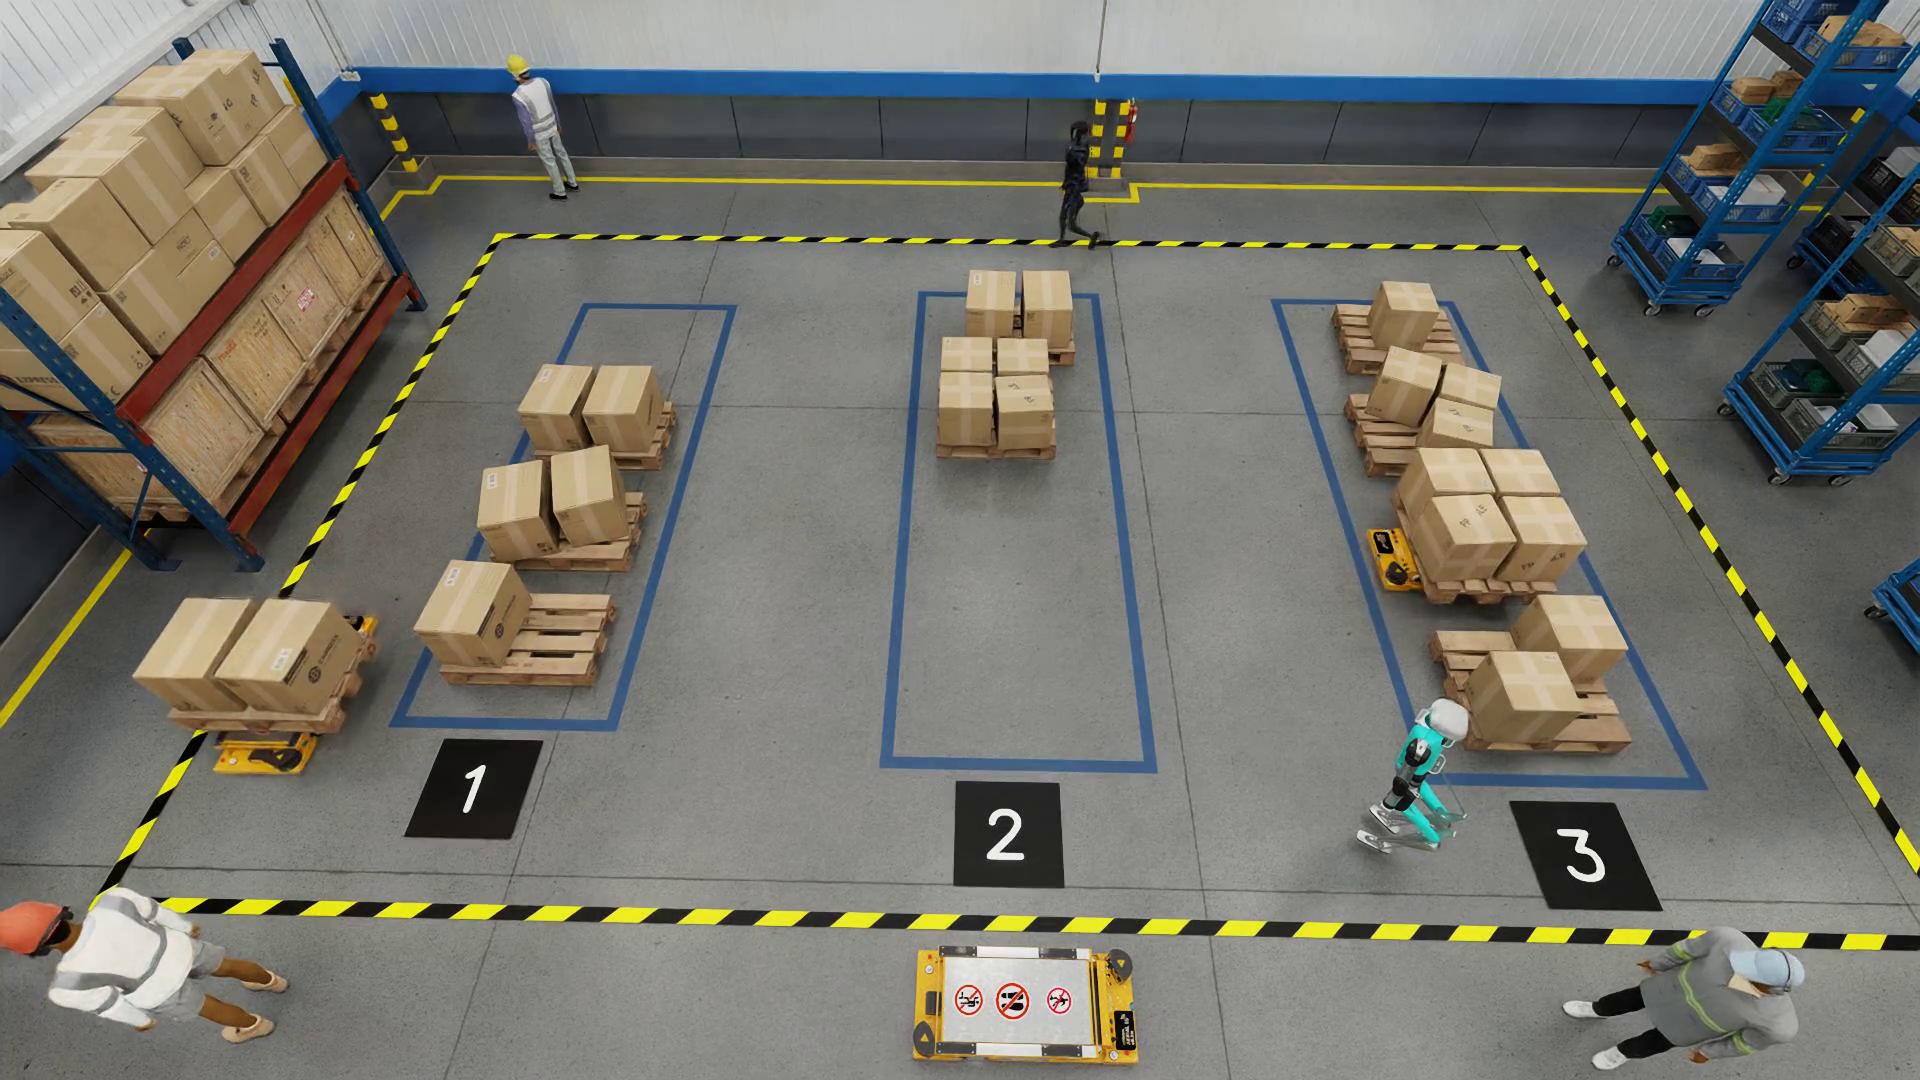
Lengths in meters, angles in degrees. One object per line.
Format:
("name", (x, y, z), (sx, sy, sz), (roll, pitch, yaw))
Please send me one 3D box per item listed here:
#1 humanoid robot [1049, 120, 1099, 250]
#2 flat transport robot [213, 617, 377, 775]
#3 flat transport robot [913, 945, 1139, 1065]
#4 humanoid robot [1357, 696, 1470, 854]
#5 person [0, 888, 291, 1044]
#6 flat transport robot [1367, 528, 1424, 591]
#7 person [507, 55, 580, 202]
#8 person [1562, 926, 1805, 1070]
("humanoid robot", (1.433, -4.255, 11.051), (0.589, 1.636, 0.608), (-7, 51, -6))
("flat transport robot", (-5.424, 1.209, 7.482), (0.652, 0.197, 1.431), (1, 51, 1))
("flat transport robot", (0.422, 3.041, 6.007), (1.431, 0.231, 0.659), (1, 51, 1))
("humanoid robot", (3.143, 1.684, 6.080), (0.735, 1.675, 0.533), (35, 59, 25))
("person", (-4.663, 2.500, 5.311), (0.391, 2.033, 0.604), (-1, 51, -1))
("flat transport robot", (4.534, 0.152, 8.344), (1.431, 0.197, 0.652), (1, 51, 1))
("person", (-5.372, -5.269, 11.773), (0.404, 1.827, 0.599), (19, 53, 15))
("person", (4.170, 2.684, 5.280), (0.406, 1.847, 0.589), (-5, 51, -4))
